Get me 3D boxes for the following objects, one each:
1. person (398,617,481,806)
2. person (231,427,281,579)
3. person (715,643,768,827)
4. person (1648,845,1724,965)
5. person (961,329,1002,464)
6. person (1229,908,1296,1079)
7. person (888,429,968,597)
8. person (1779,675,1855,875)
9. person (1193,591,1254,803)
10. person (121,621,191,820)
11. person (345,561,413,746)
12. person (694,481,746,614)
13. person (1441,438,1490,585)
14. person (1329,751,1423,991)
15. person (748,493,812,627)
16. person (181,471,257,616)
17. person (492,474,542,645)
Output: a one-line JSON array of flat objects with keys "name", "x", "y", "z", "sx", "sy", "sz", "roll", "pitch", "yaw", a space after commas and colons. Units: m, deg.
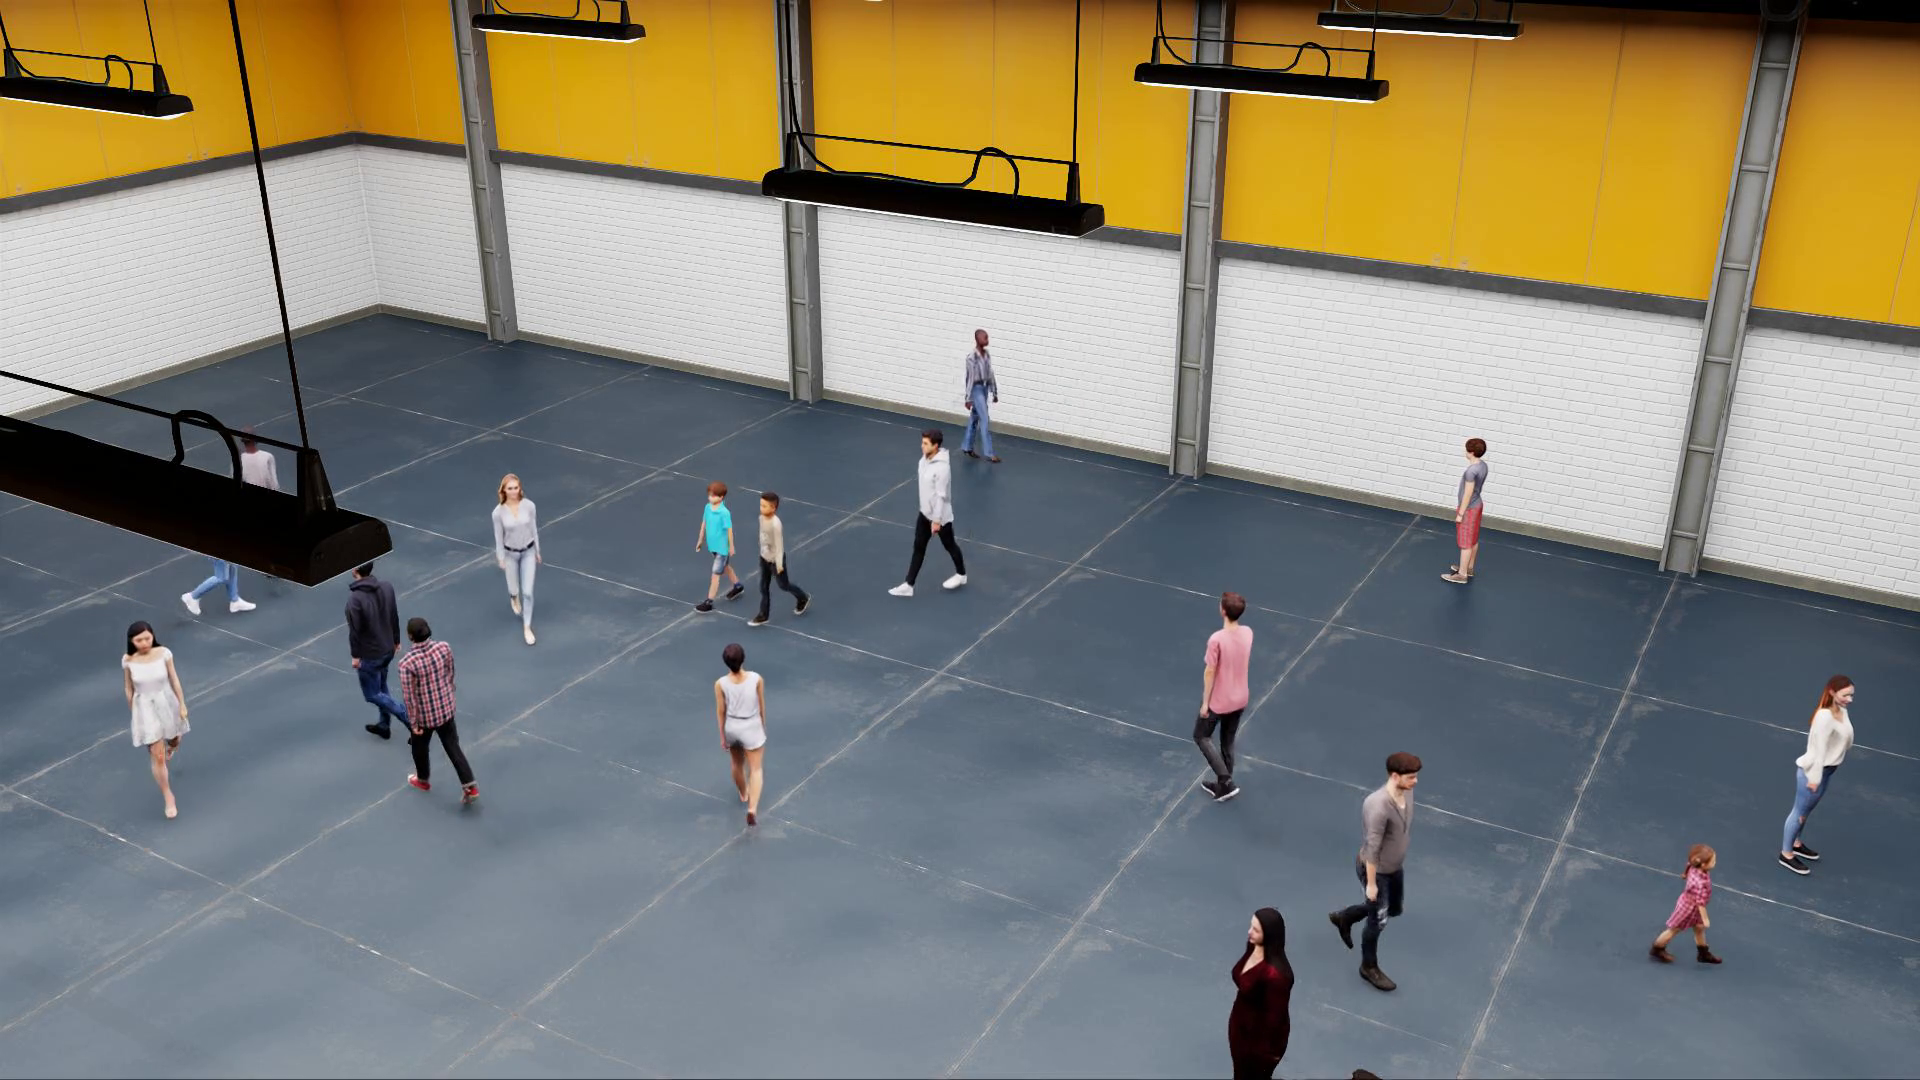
[{"name": "person", "x": -4.417, "y": 1.454, "z": 14.080, "sx": 0.884, "sy": 1.751, "sz": 1.194, "roll": -21, "pitch": 31, "yaw": -40}, {"name": "person", "x": -7.684, "y": -0.375, "z": 18.253, "sx": 0.844, "sy": 1.760, "sz": 0.977, "roll": -14, "pitch": 27, "yaw": -29}, {"name": "person", "x": -1.805, "y": 1.629, "z": 13.890, "sx": 0.982, "sy": 1.583, "sz": 0.947, "roll": -2, "pitch": 24, "yaw": -4}, {"name": "person", "x": 5.317, "y": 2.682, "z": 12.200, "sx": 0.756, "sy": 1.007, "sz": 0.501, "roll": 8, "pitch": 25, "yaw": 18}, {"name": "person", "x": 0.162, "y": -1.894, "z": 21.714, "sx": 0.866, "sy": 1.772, "sz": 0.656, "roll": 13, "pitch": 27, "yaw": 27}, {"name": "person", "x": 1.962, "y": 3.053, "z": 10.425, "sx": 0.952, "sy": 1.749, "sz": 0.889, "roll": -4, "pitch": 24, "yaw": -10}, {"name": "person", "x": -0.178, "y": -0.287, "z": 17.909, "sx": 1.123, "sy": 1.875, "sz": 1.249, "roll": -15, "pitch": 28, "yaw": -30}, {"name": "person", "x": 6.842, "y": 1.836, "z": 13.280, "sx": 0.635, "sy": 1.693, "sz": 0.667, "roll": 21, "pitch": 31, "yaw": 40}, {"name": "person", "x": 2.283, "y": 1.380, "z": 14.001, "sx": 0.819, "sy": 1.950, "sz": 0.884, "roll": -14, "pitch": 27, "yaw": -29}, {"name": "person", "x": -6.810, "y": 1.448, "z": 14.106, "sx": 0.996, "sy": 1.741, "sz": 1.175, "roll": -10, "pitch": 26, "yaw": -23}, {"name": "person", "x": -5.192, "y": 1.013, "z": 14.937, "sx": 1.040, "sy": 1.874, "sz": 0.756, "roll": 10, "pitch": 26, "yaw": 22}, {"name": "person", "x": -2.519, "y": 0.035, "z": 17.747, "sx": 0.779, "sy": 1.415, "sz": 0.958, "roll": -20, "pitch": 31, "yaw": -38}, {"name": "person", "x": 5.617, "y": -0.335, "z": 18.298, "sx": 0.553, "sy": 1.651, "sz": 0.597, "roll": 17, "pitch": 29, "yaw": 33}, {"name": "person", "x": 2.951, "y": 2.314, "z": 11.945, "sx": 0.978, "sy": 1.885, "sz": 0.823, "roll": 22, "pitch": 32, "yaw": 40}, {"name": "person", "x": -1.887, "y": 0.186, "z": 17.372, "sx": 0.843, "sy": 1.439, "sz": 0.982, "roll": -19, "pitch": 30, "yaw": -36}, {"name": "person", "x": -7.862, "y": 0.065, "z": 17.431, "sx": 1.008, "sy": 1.614, "sz": 0.982, "roll": -9, "pitch": 25, "yaw": -20}, {"name": "person", "x": -4.527, "y": 0.152, "z": 17.027, "sx": 0.925, "sy": 1.777, "sz": 1.045, "roll": -10, "pitch": 26, "yaw": -22}]
